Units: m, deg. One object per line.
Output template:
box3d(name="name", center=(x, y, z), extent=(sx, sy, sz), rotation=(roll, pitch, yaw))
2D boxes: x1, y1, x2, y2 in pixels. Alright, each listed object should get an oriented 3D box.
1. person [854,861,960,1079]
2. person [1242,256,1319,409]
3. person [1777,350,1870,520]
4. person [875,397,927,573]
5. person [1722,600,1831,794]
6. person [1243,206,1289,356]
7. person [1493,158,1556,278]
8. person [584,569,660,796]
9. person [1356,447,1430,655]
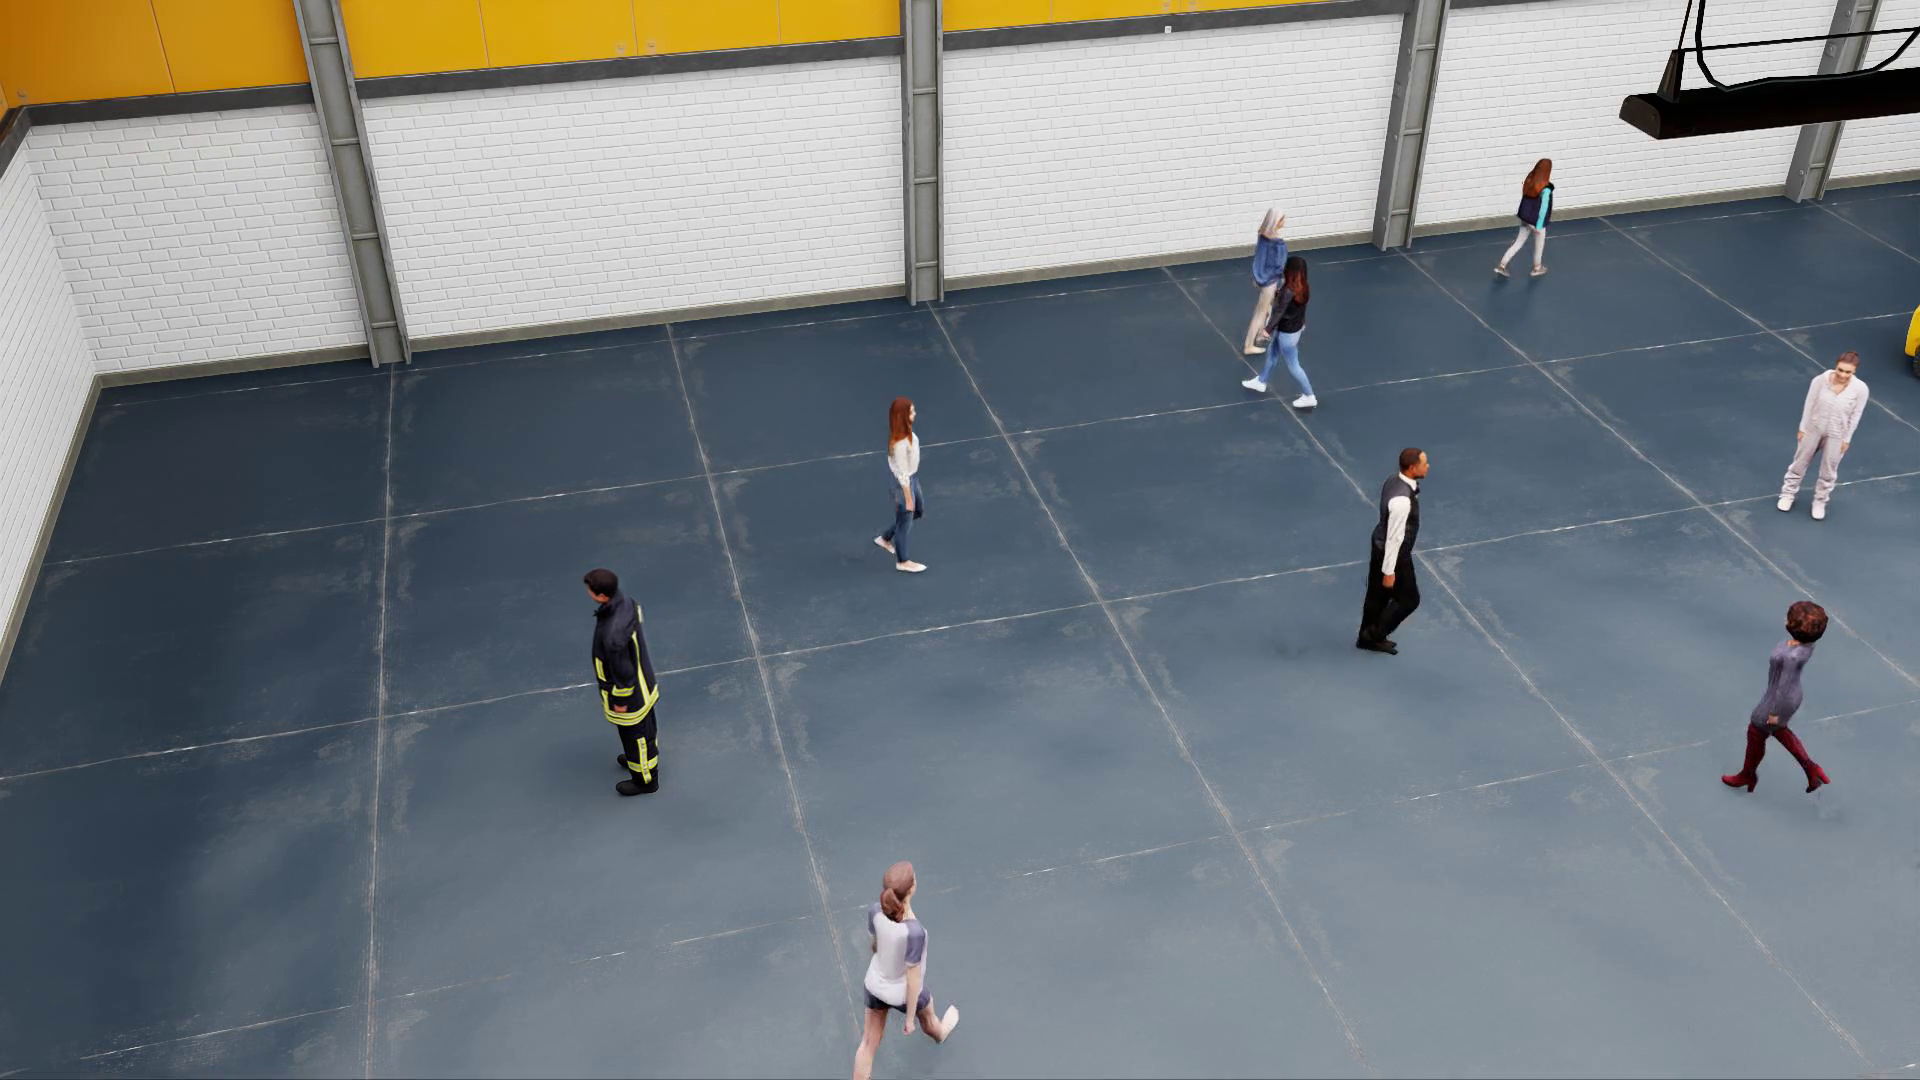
box3d(name="person", center=(-0.431, 2.670, 9.652), extent=(1.079, 1.708, 1.197), rotation=(21, 39, 29))
box3d(name="person", center=(3.401, -2.072, 16.891), extent=(1.148, 1.593, 1.077), rotation=(17, 37, 24))
box3d(name="person", center=(7.908, -0.987, 15.178), extent=(0.731, 1.683, 0.787), rotation=(18, 38, 25))
box3d(name="person", center=(-0.568, -0.471, 14.364), extent=(0.788, 1.724, 0.701), rotation=(3, 34, 5))
box3d(name="person", center=(5.954, 1.185, 11.900), extent=(0.926, 1.692, 0.938), rotation=(26, 42, 33))
box3d(name="person", center=(3.210, -2.753, 17.835), extent=(0.690, 1.682, 0.617), rotation=(-10, 35, -14))
box3d(name="person", center=(6.661, -3.748, 19.524), extent=(0.980, 1.470, 0.637), rotation=(-12, 36, -18))
box3d(name="person", center=(-2.399, 1.005, 11.967), extent=(0.718, 1.919, 0.829), rotation=(-3, 34, -5))
box3d(name="person", center=(3.374, 0.098, 13.342), extent=(0.820, 1.907, 0.828), rotation=(4, 34, 6))
